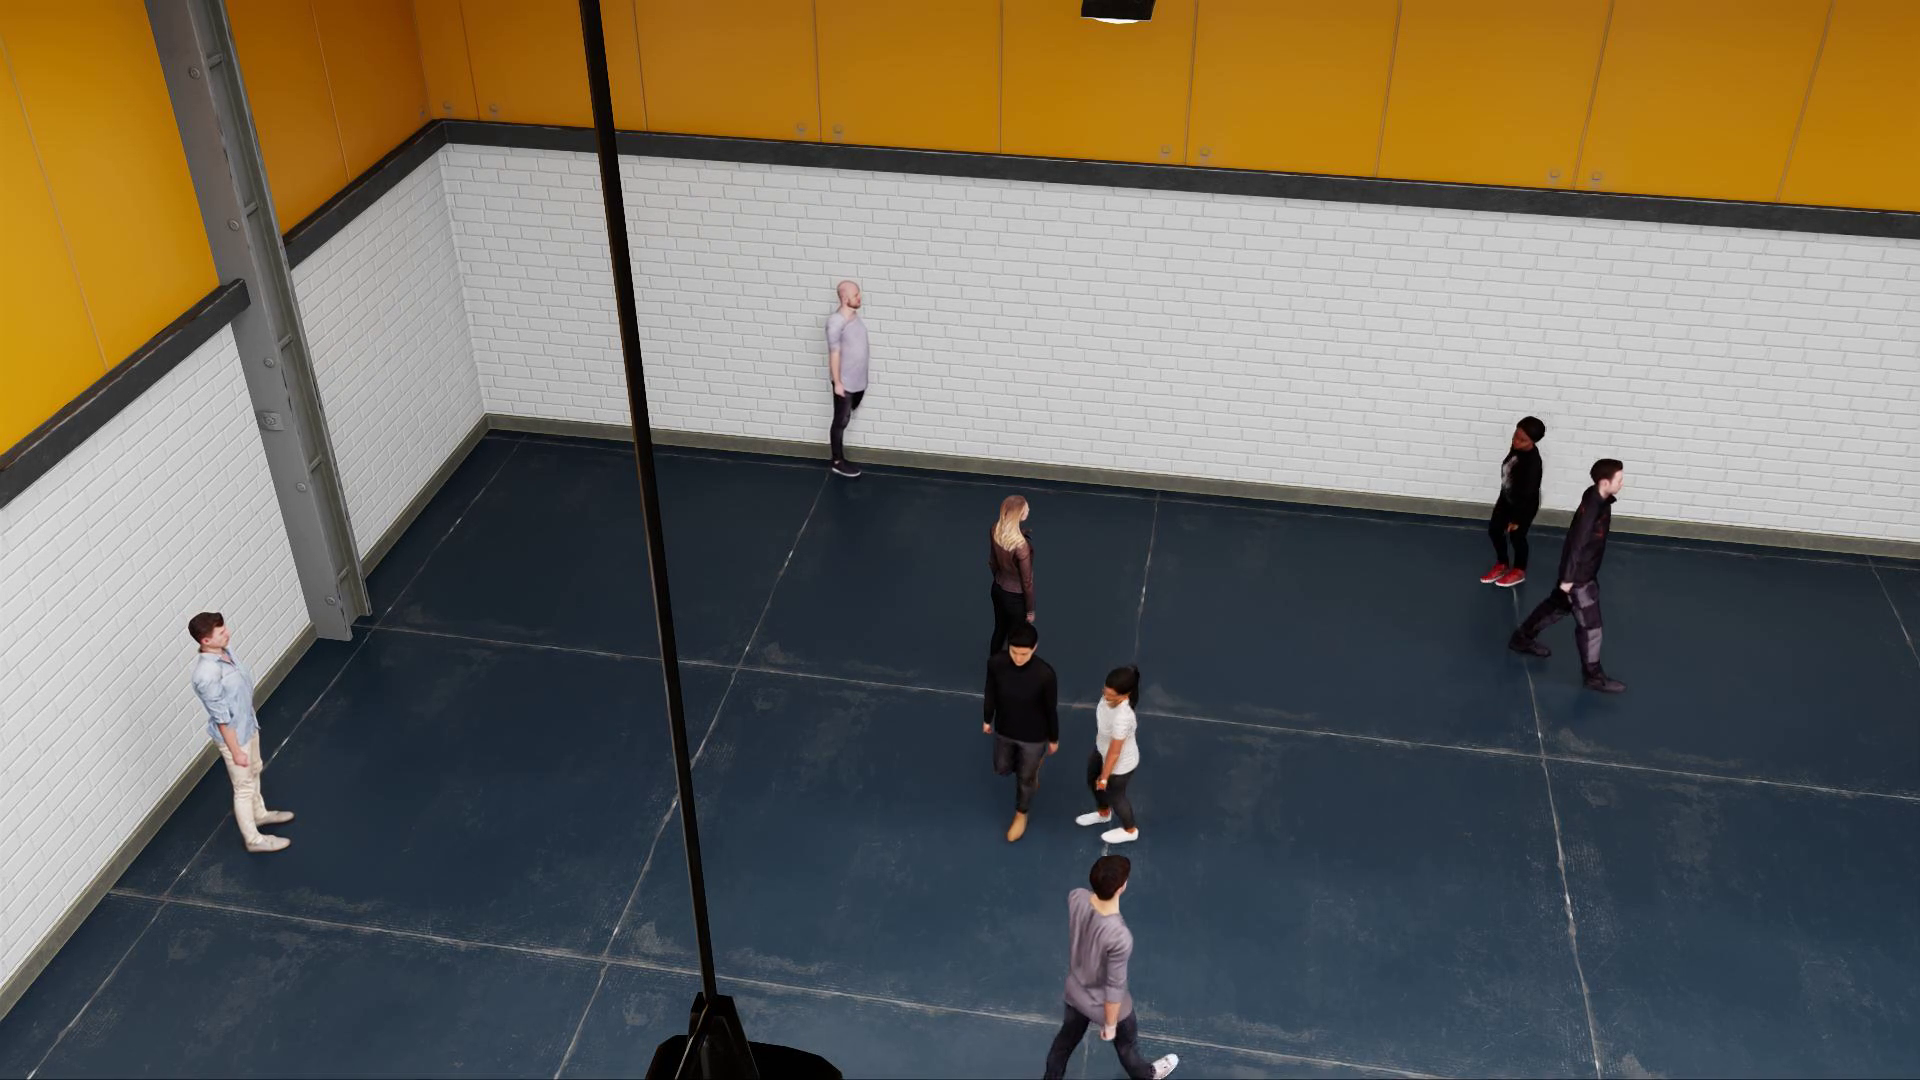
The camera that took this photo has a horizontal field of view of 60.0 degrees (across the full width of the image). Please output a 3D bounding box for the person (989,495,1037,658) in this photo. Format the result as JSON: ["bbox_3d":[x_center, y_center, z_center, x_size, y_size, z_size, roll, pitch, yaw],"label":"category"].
[{"bbox_3d":[0.370,0.408,12.153,0.725,1.705,0.662,-21,39,-28],"label":"person"}]

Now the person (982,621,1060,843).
[{"bbox_3d":[0.425,1.185,10.985,0.824,1.704,0.930,14,36,20],"label":"person"}]

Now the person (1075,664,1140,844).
[{"bbox_3d":[1.052,1.393,10.771,0.788,1.594,0.661,5,34,7],"label":"person"}]

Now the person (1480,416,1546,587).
[{"bbox_3d":[4.497,-0.311,13.297,0.815,1.635,0.751,-3,34,-4],"label":"person"}]

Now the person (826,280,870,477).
[{"bbox_3d":[-0.993,-1.476,14.869,0.790,1.834,0.627,15,36,21],"label":"person"}]

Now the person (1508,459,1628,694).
[{"bbox_3d":[4.513,0.217,12.286,0.943,1.875,1.141,14,36,21],"label":"person"}]

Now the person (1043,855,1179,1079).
[{"bbox_3d":[0.659,2.475,8.942,1.163,1.816,1.101,-21,39,-29],"label":"person"}]

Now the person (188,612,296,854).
[{"bbox_3d":[-4.704,1.235,10.780,0.751,1.846,0.590,-3,34,-5],"label":"person"}]
